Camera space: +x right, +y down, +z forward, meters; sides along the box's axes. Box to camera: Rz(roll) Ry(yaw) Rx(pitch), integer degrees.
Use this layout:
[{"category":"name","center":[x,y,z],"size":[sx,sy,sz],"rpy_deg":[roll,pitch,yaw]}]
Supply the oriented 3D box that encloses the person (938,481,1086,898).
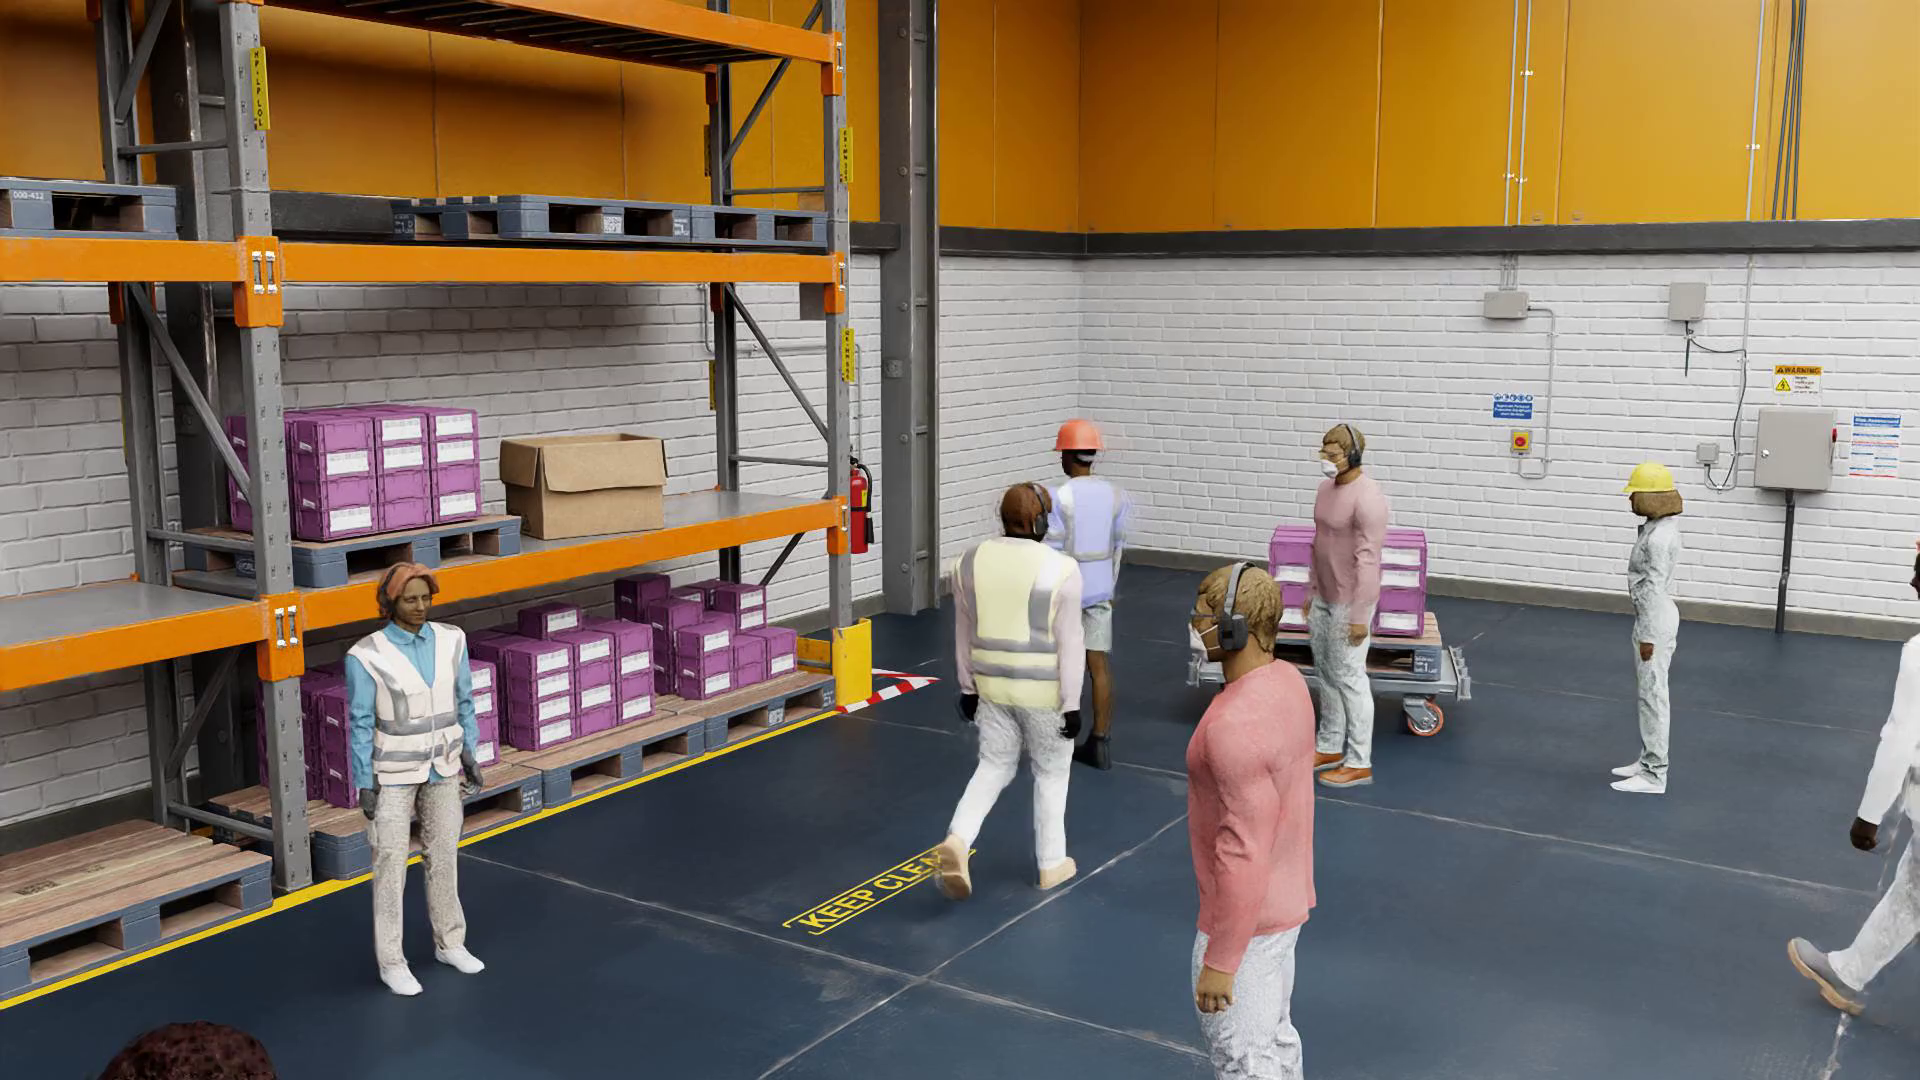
[{"category":"person","center":[0.226,0.661,7.169],"size":[0.635,1.824,0.739],"rpy_deg":[6,10,32]}]

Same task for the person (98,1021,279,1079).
[{"category":"person","center":[-0.754,1.456,1.742],"size":[0.660,1.886,0.830],"rpy_deg":[0,9,2]}]

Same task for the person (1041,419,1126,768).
[{"category":"person","center":[0.603,0.275,9.347],"size":[0.583,1.903,0.865],"rpy_deg":[-5,10,-28]}]

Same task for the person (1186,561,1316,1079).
[{"category":"person","center":[0.765,1.014,4.455],"size":[0.354,1.937,0.635],"rpy_deg":[3,9,21]}]

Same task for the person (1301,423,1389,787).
[{"category":"person","center":[2.037,0.340,8.858],"size":[0.374,1.933,0.634],"rpy_deg":[-2,9,-12]}]

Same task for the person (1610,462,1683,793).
[{"category":"person","center":[3.604,0.456,8.744],"size":[0.320,1.738,0.485],"rpy_deg":[4,10,23]}]

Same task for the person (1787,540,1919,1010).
[{"category":"person","center":[3.271,0.871,5.695],"size":[0.589,1.834,0.972],"rpy_deg":[-5,10,-30]}]

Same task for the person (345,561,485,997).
[{"category":"person","center":[-2.054,0.887,6.281],"size":[0.311,1.632,0.508],"rpy_deg":[7,11,38]}]
